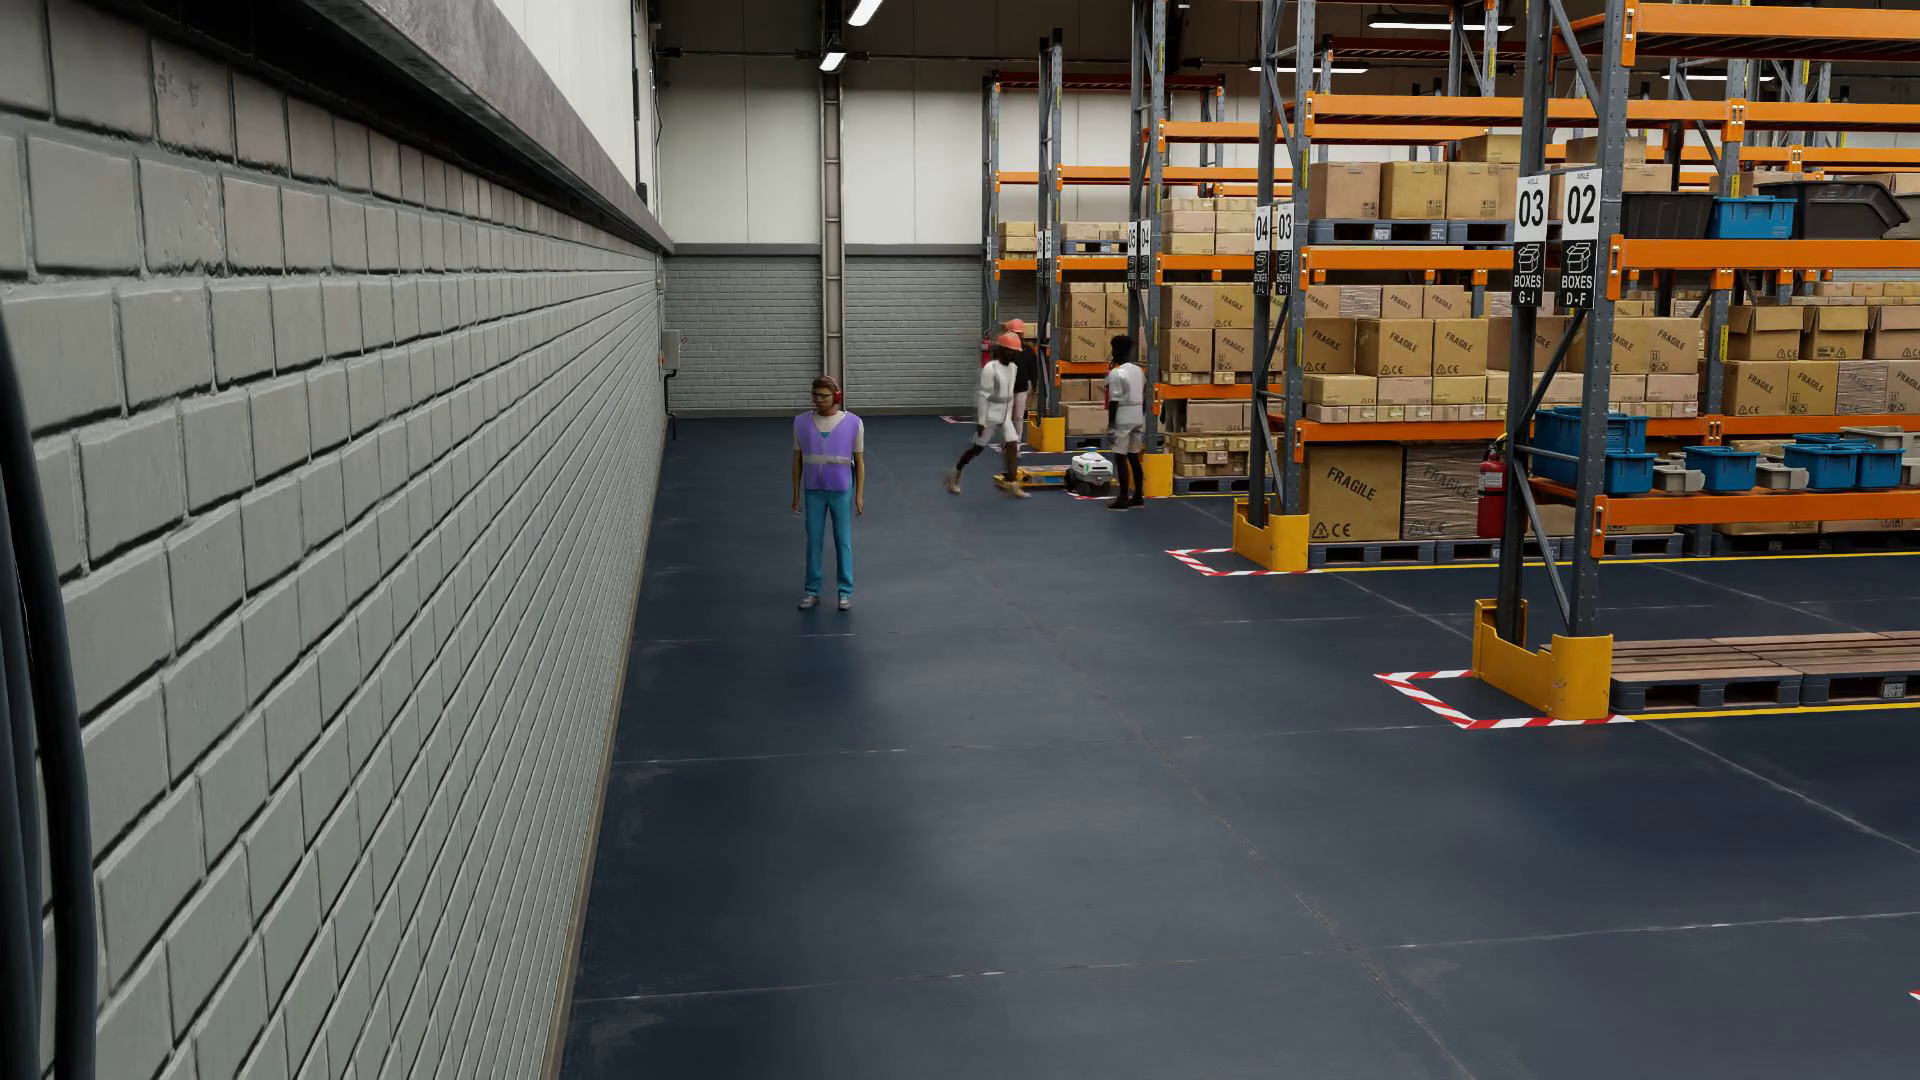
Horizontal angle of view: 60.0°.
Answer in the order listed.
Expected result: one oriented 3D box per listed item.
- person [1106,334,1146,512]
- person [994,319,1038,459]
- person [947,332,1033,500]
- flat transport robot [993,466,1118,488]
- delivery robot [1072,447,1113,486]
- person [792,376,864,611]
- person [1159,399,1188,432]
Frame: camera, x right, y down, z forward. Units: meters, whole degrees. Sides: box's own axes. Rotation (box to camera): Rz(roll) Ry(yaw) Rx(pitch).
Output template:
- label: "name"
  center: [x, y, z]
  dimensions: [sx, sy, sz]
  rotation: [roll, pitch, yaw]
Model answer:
- label: "person"
  center: [1.818, -1.293, 18.420]
  dimensions: [0.413, 1.953, 0.609]
  rotation: [8, 12, 39]
- label: "person"
  center: [0.779, -2.120, 23.401]
  dimensions: [0.658, 1.976, 0.447]
  rotation: [-2, 9, -11]
- label: "person"
  center: [0.328, -1.470, 19.500]
  dimensions: [1.137, 1.968, 0.640]
  rotation: [8, 12, 40]
- label: "flat transport robot"
  center: [1.168, -0.784, 20.427]
  dimensions: [1.431, 0.197, 0.652]
  rotation: [-2, 9, -11]
- label: "delivery robot"
  center: [1.569, -0.866, 19.770]
  dimensions: [0.477, 0.478, 0.707]
  rotation: [-2, 9, -11]
- label: "person"
  center: [-1.026, -0.367, 13.019]
  dimensions: [0.569, 1.840, 0.374]
  rotation: [1, 9, 8]
- label: "person"
  center: [2.647, -1.609, 20.642]
  dimensions: [0.333, 1.860, 0.510]
  rotation: [-4, 10, -25]
